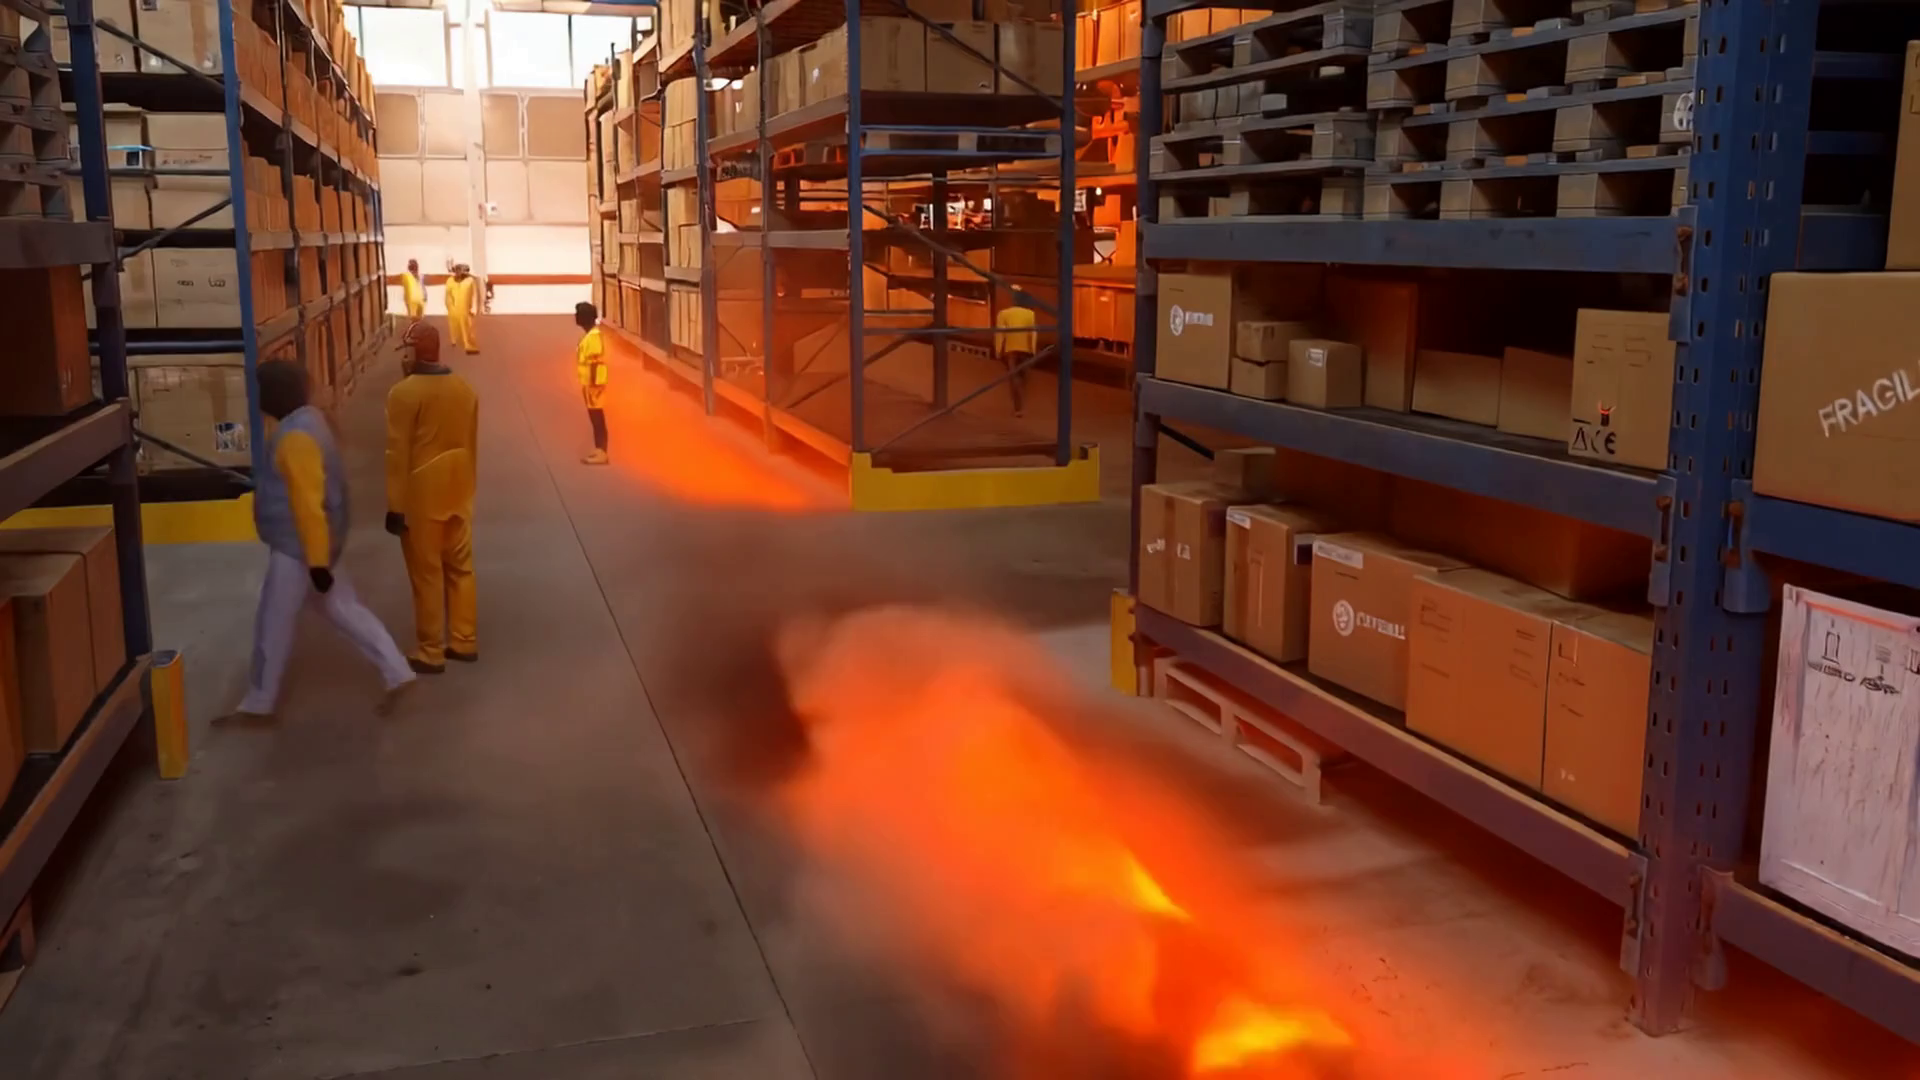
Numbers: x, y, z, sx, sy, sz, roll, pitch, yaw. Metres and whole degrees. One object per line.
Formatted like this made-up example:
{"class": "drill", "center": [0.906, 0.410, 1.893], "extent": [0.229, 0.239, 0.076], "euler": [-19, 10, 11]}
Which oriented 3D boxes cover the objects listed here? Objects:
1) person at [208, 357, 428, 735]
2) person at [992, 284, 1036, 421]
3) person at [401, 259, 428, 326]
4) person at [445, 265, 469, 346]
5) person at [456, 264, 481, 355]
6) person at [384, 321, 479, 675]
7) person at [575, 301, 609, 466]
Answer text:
{"class": "person", "center": [-3.091, 0.011, 7.997], "extent": [0.961, 1.796, 0.624], "euler": [-2, 11, -12]}
{"class": "person", "center": [0.679, -2.424, 21.468], "extent": [0.532, 1.740, 0.723], "euler": [-4, 11, -21]}
{"class": "person", "center": [-13.344, -5.933, 40.548], "extent": [0.676, 1.810, 0.681], "euler": [7, 12, 32]}
{"class": "person", "center": [-10.871, -5.087, 36.060], "extent": [0.564, 1.747, 0.339], "euler": [-3, 11, -17]}
{"class": "person", "center": [-9.809, -4.594, 33.190], "extent": [0.416, 1.821, 0.606], "euler": [-2, 11, -13]}
{"class": "person", "center": [-2.881, -0.229, 9.027], "extent": [0.399, 1.900, 0.643], "euler": [4, 11, 20]}
{"class": "person", "center": [-3.811, -1.621, 17.225], "extent": [0.317, 1.691, 0.534], "euler": [-4, 11, -21]}
